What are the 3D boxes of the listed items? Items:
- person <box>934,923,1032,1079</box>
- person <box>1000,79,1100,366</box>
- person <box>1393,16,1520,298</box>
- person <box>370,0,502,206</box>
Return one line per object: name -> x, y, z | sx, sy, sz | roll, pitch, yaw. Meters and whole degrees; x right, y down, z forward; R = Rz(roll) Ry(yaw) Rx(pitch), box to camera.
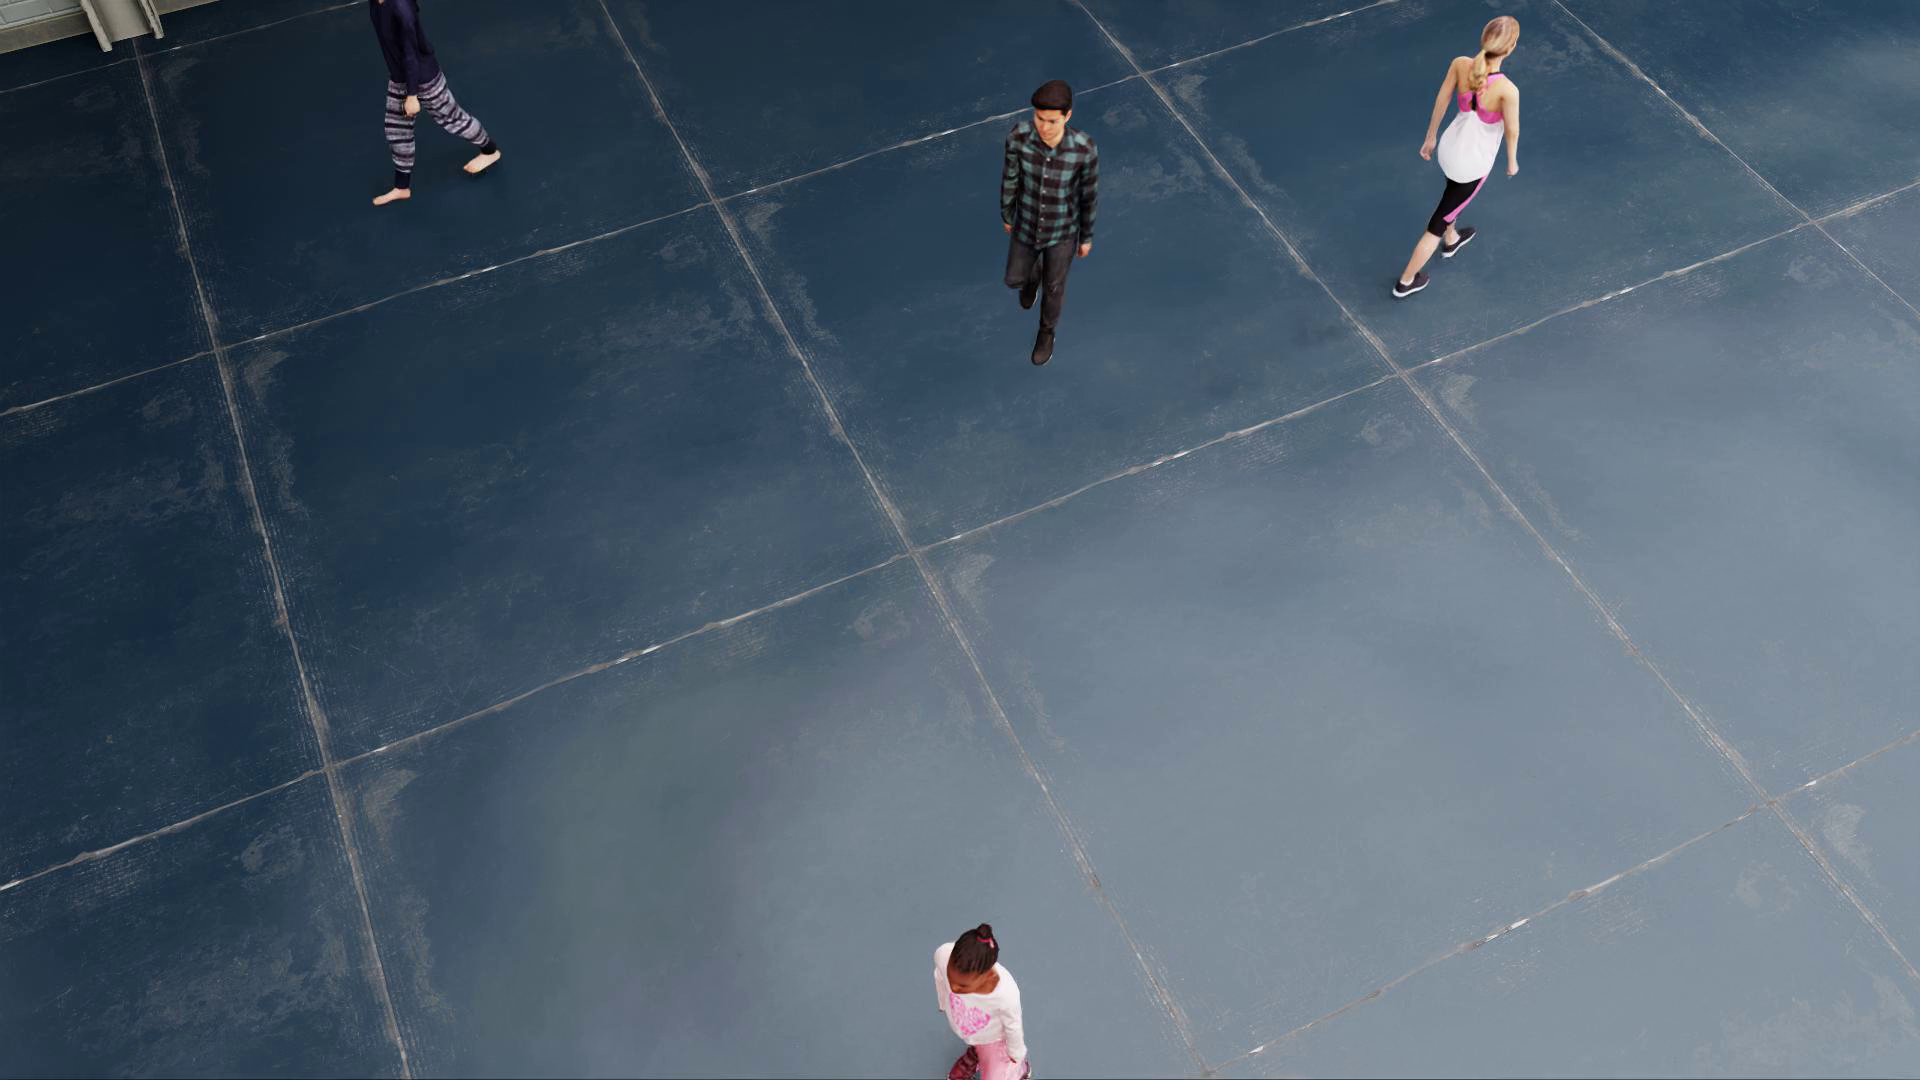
person -> 0.102, 1.784, 6.326 | 0.647, 1.437, 0.677 | 30, 58, 21
person -> 0.453, -1.679, 8.504 | 0.907, 1.703, 0.938 | 11, 53, 9
person -> 2.676, -2.012, 9.063 | 0.996, 1.759, 0.728 | -29, 57, -20
person -> -3.094, -2.743, 9.676 | 1.134, 1.684, 0.801 | -32, 59, -22
